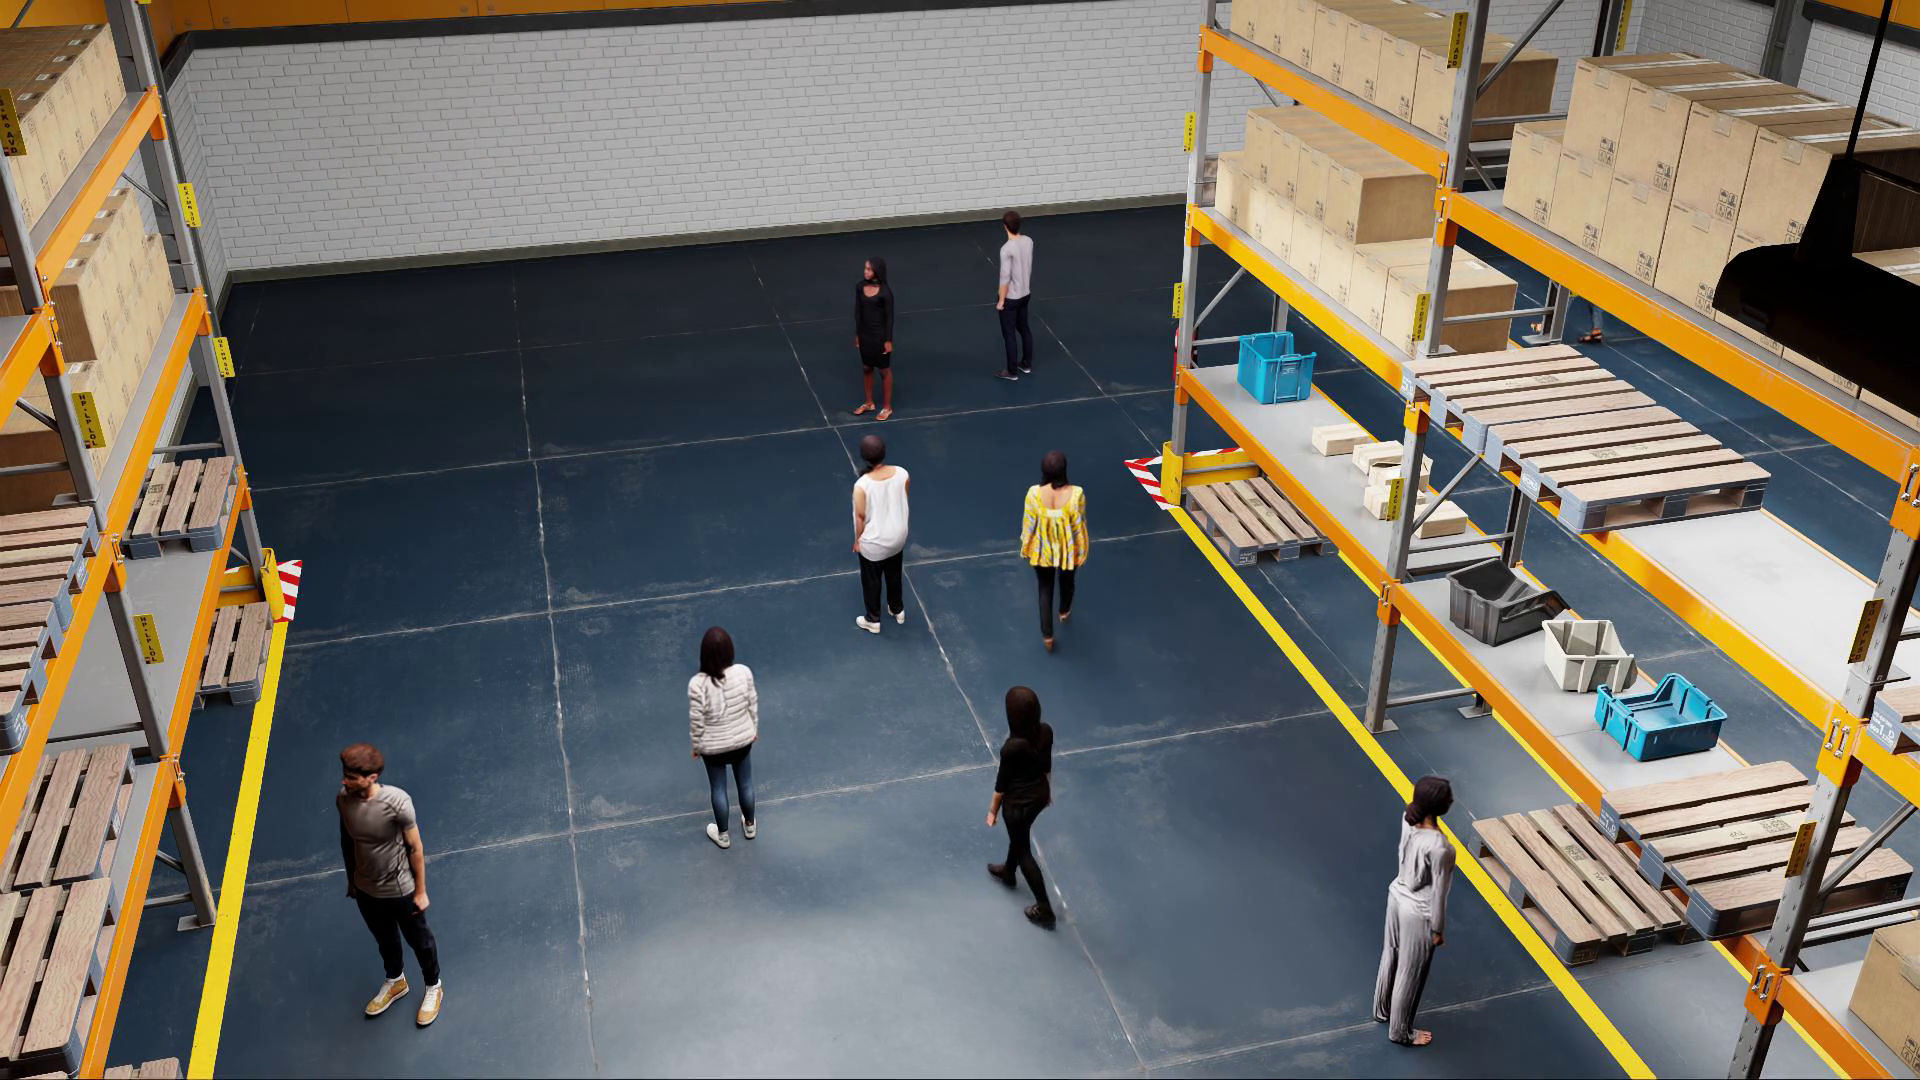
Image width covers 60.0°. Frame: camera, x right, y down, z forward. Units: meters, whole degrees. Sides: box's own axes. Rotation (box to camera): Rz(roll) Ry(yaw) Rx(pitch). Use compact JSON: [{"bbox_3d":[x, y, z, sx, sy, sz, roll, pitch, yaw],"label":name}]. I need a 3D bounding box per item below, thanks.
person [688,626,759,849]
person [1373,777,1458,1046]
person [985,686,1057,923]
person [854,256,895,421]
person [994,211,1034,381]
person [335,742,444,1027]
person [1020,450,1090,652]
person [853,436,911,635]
[{"bbox_3d":[-1.532,1.282,10.849,0.657,1.638,0.609,-13,31,-22],"label":"person"},{"bbox_3d":[2.541,2.056,9.287,0.647,1.774,0.464,-7,29,-12],"label":"person"},{"bbox_3d":[0.439,1.645,10.203,0.865,1.619,1.023,-25,37,-37],"label":"person"},{"bbox_3d":[-0.859,-2.063,16.895,0.661,1.720,0.744,19,34,30],"label":"person"},{"bbox_3d":[0.592,-2.629,17.807,0.736,1.842,0.731,23,36,35],"label":"person"},{"bbox_3d":[-3.237,1.921,9.409,0.736,1.894,0.725,7,29,13],"label":"person"},{"bbox_3d":[0.740,0.127,12.974,0.866,1.630,0.995,2,29,4],"label":"person"},{"bbox_3d":[-0.647,-0.060,13.255,0.733,1.690,0.722,-18,33,-30],"label":"person"}]
